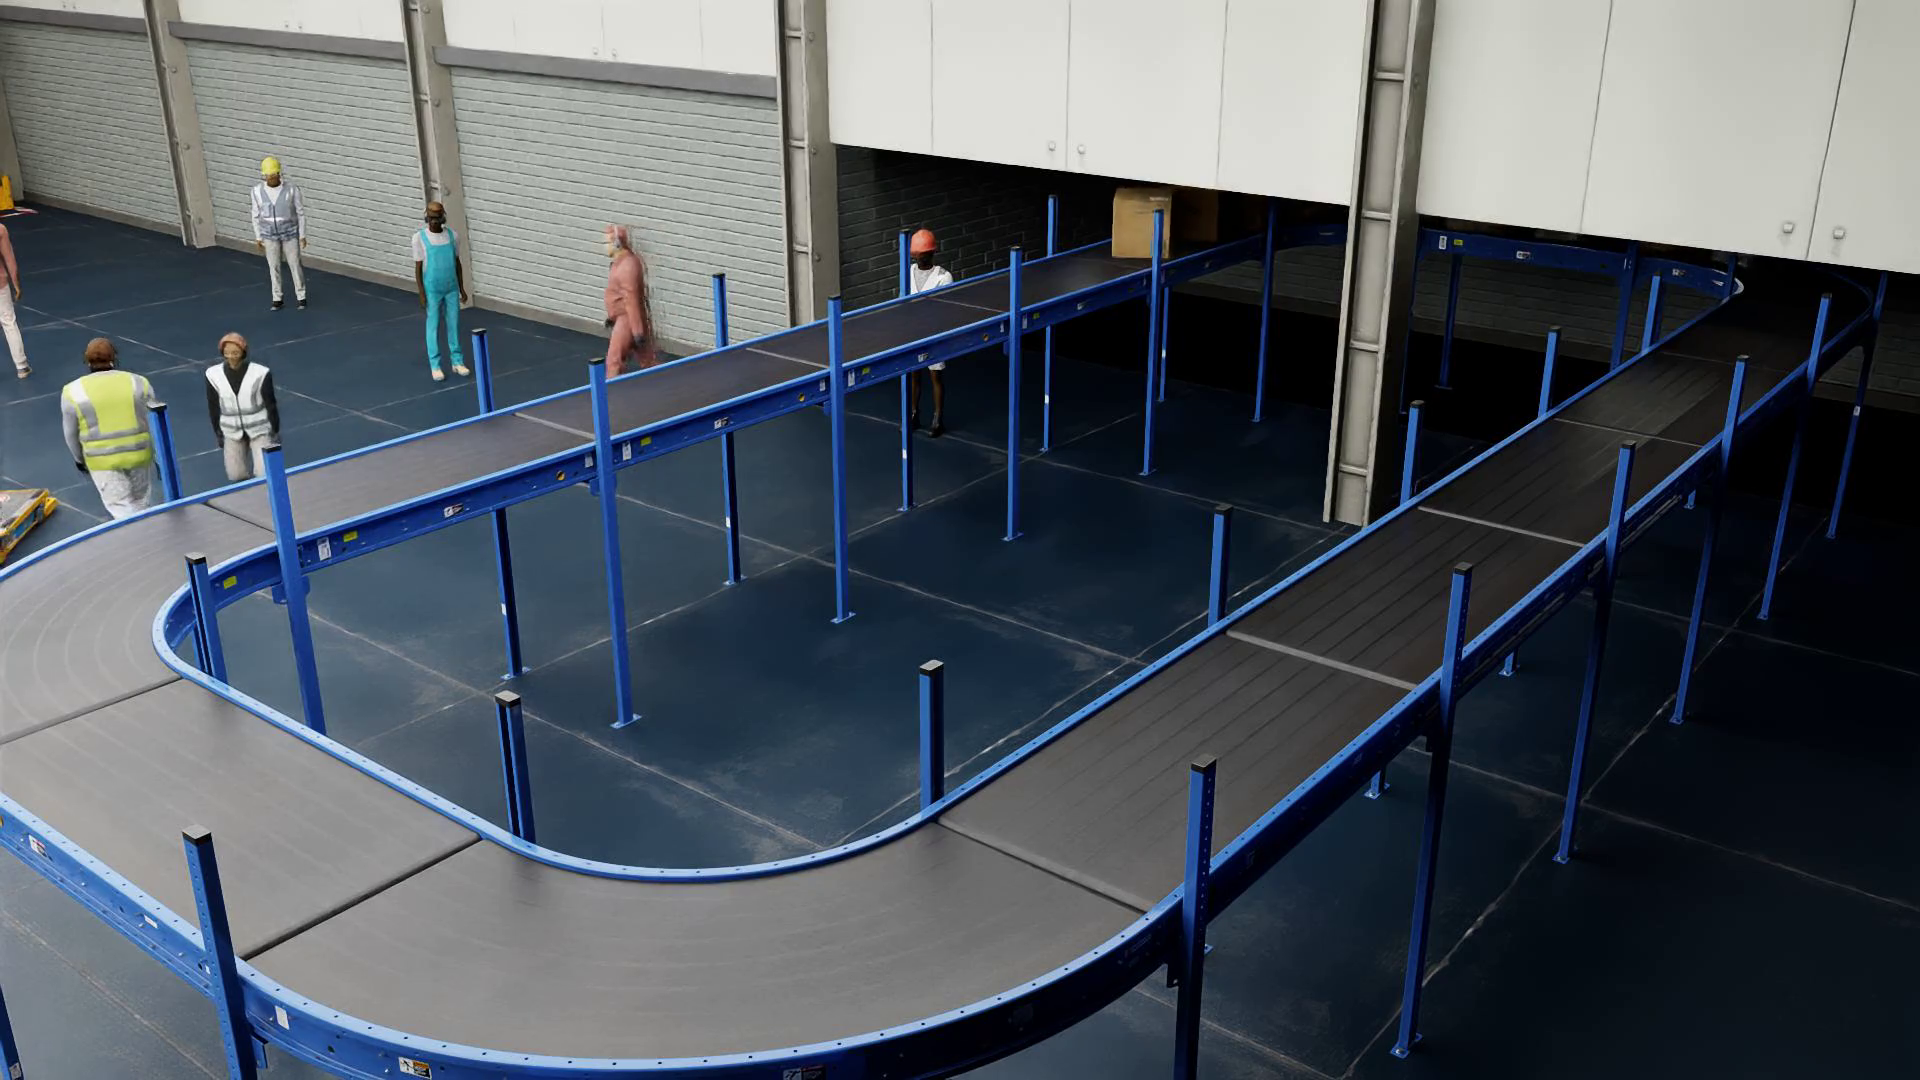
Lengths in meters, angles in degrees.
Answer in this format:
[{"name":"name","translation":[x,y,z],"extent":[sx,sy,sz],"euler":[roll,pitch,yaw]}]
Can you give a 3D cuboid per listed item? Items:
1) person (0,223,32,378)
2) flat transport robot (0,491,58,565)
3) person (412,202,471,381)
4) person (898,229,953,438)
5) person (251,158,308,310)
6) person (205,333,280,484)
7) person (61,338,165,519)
[{"name":"person","translation":[-10.052,-2.637,17.173],"extent":[0.622,1.990,0.388],"euler":[-12,25,-28]},{"name":"flat transport robot","translation":[-7.681,-0.108,13.061],"extent":[0.652,0.197,1.431],"euler":[-4,22,-9]},{"name":"person","translation":[-5.370,-2.590,17.255],"extent":[0.506,1.843,0.351],"euler":[-17,27,-36]},{"name":"person","translation":[-0.333,-1.912,15.399],"extent":[0.545,1.942,0.349],"euler":[9,23,22]},{"name":"person","translation":[-8.197,-3.686,20.055],"extent":[0.600,1.829,0.404],"euler":[-4,22,-10]},{"name":"person","translation":[-5.622,-0.858,13.143],"extent":[0.518,1.628,0.436],"euler":[-4,22,-10]},{"name":"person","translation":[-6.240,-0.612,12.281],"extent":[0.616,1.796,0.876],"euler":[-18,28,-38]}]
